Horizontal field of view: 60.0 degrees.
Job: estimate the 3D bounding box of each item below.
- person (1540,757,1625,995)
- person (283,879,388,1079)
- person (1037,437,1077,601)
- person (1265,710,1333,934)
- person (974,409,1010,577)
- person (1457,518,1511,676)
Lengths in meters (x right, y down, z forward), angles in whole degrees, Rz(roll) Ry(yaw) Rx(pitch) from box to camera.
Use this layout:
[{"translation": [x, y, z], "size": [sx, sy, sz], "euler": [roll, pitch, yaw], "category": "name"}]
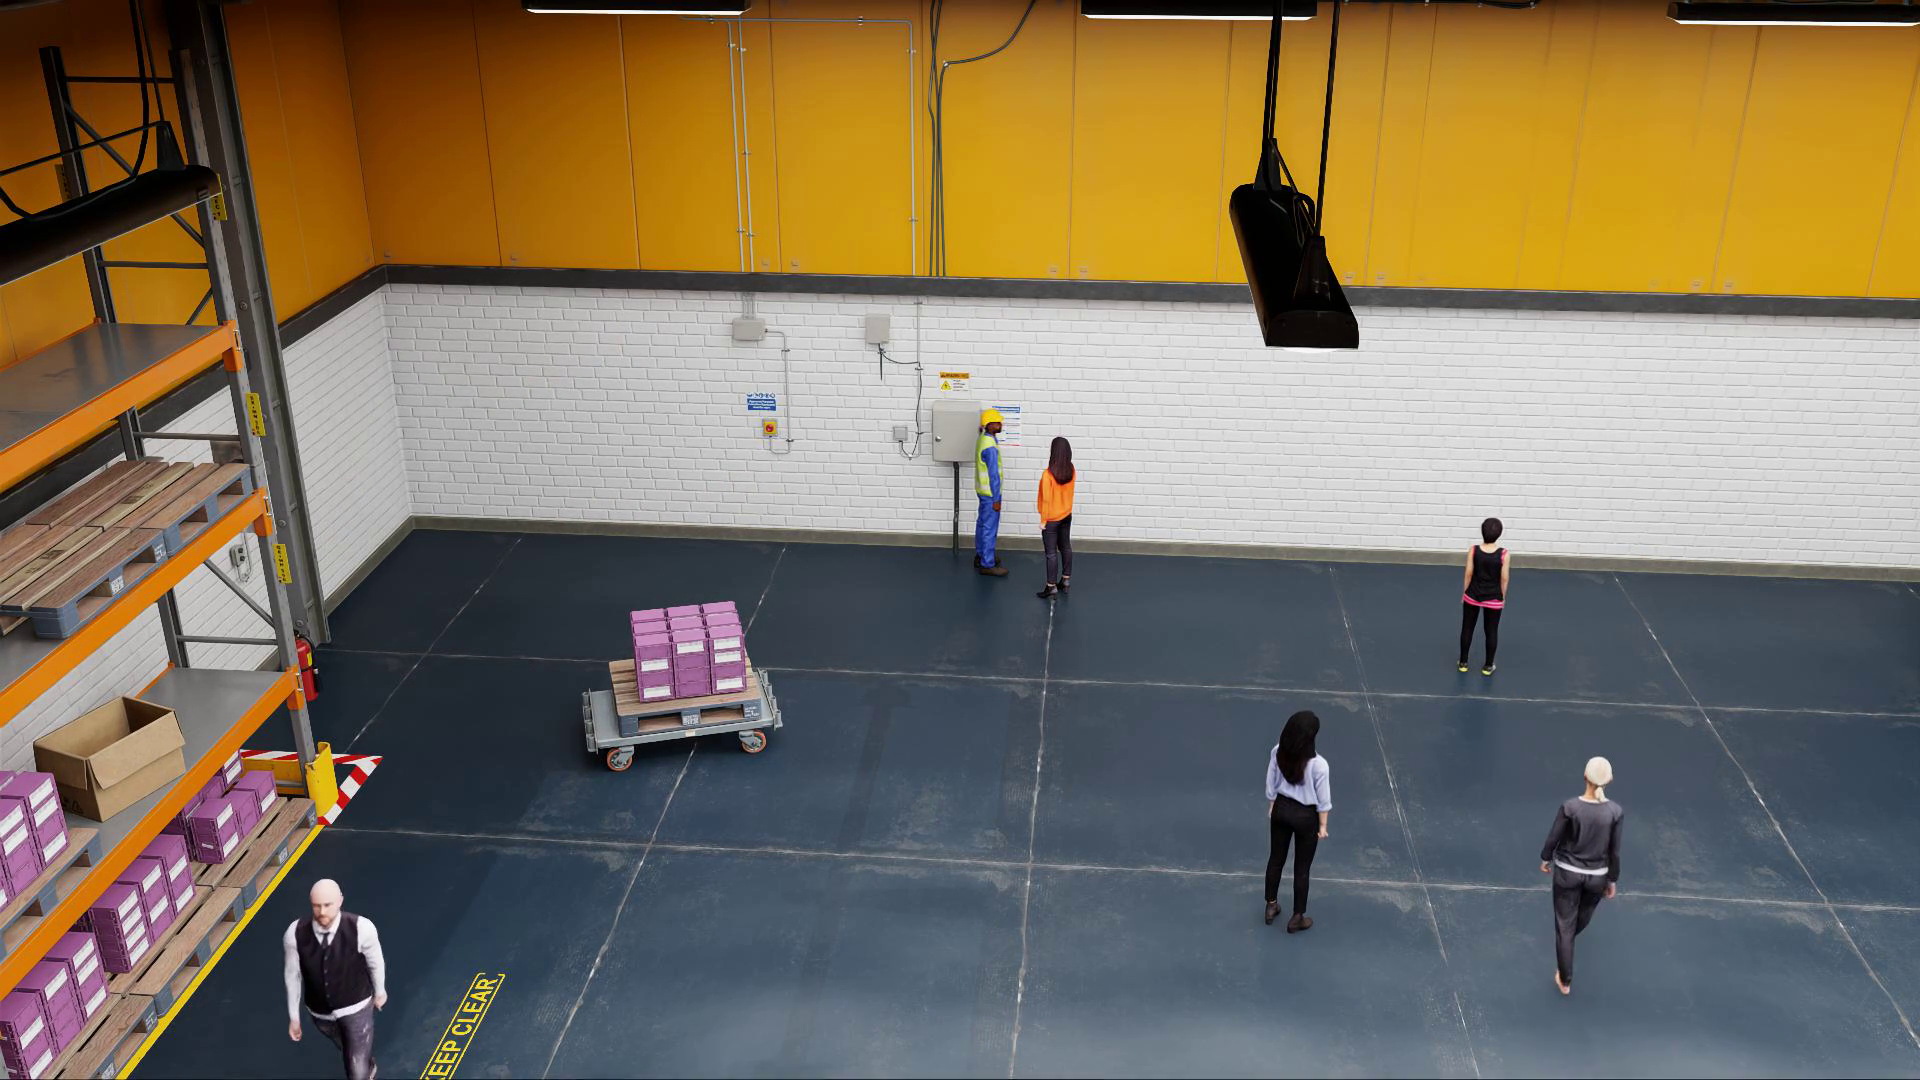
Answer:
[{"translation": [4.208, 2.294, 11.246], "size": [0.703, 1.689, 1.060], "euler": [4, 24, 10], "category": "person"}, {"translation": [-3.715, 2.780, 10.026], "size": [0.816, 1.775, 1.265], "euler": [-1, 24, -3], "category": "person"}, {"translation": [0.990, -0.236, 16.958], "size": [0.770, 1.748, 0.687], "euler": [21, 31, 39], "category": "person"}, {"translation": [2.385, 1.993, 11.867], "size": [0.737, 1.743, 0.751], "euler": [18, 29, 35], "category": "person"}, {"translation": [0.313, -0.528, 17.546], "size": [0.782, 1.812, 0.593], "euler": [-4, 24, -9], "category": "person"}, {"translation": [4.879, 0.512, 15.493], "size": [0.605, 1.552, 0.605], "euler": [10, 26, 22], "category": "person"}]
